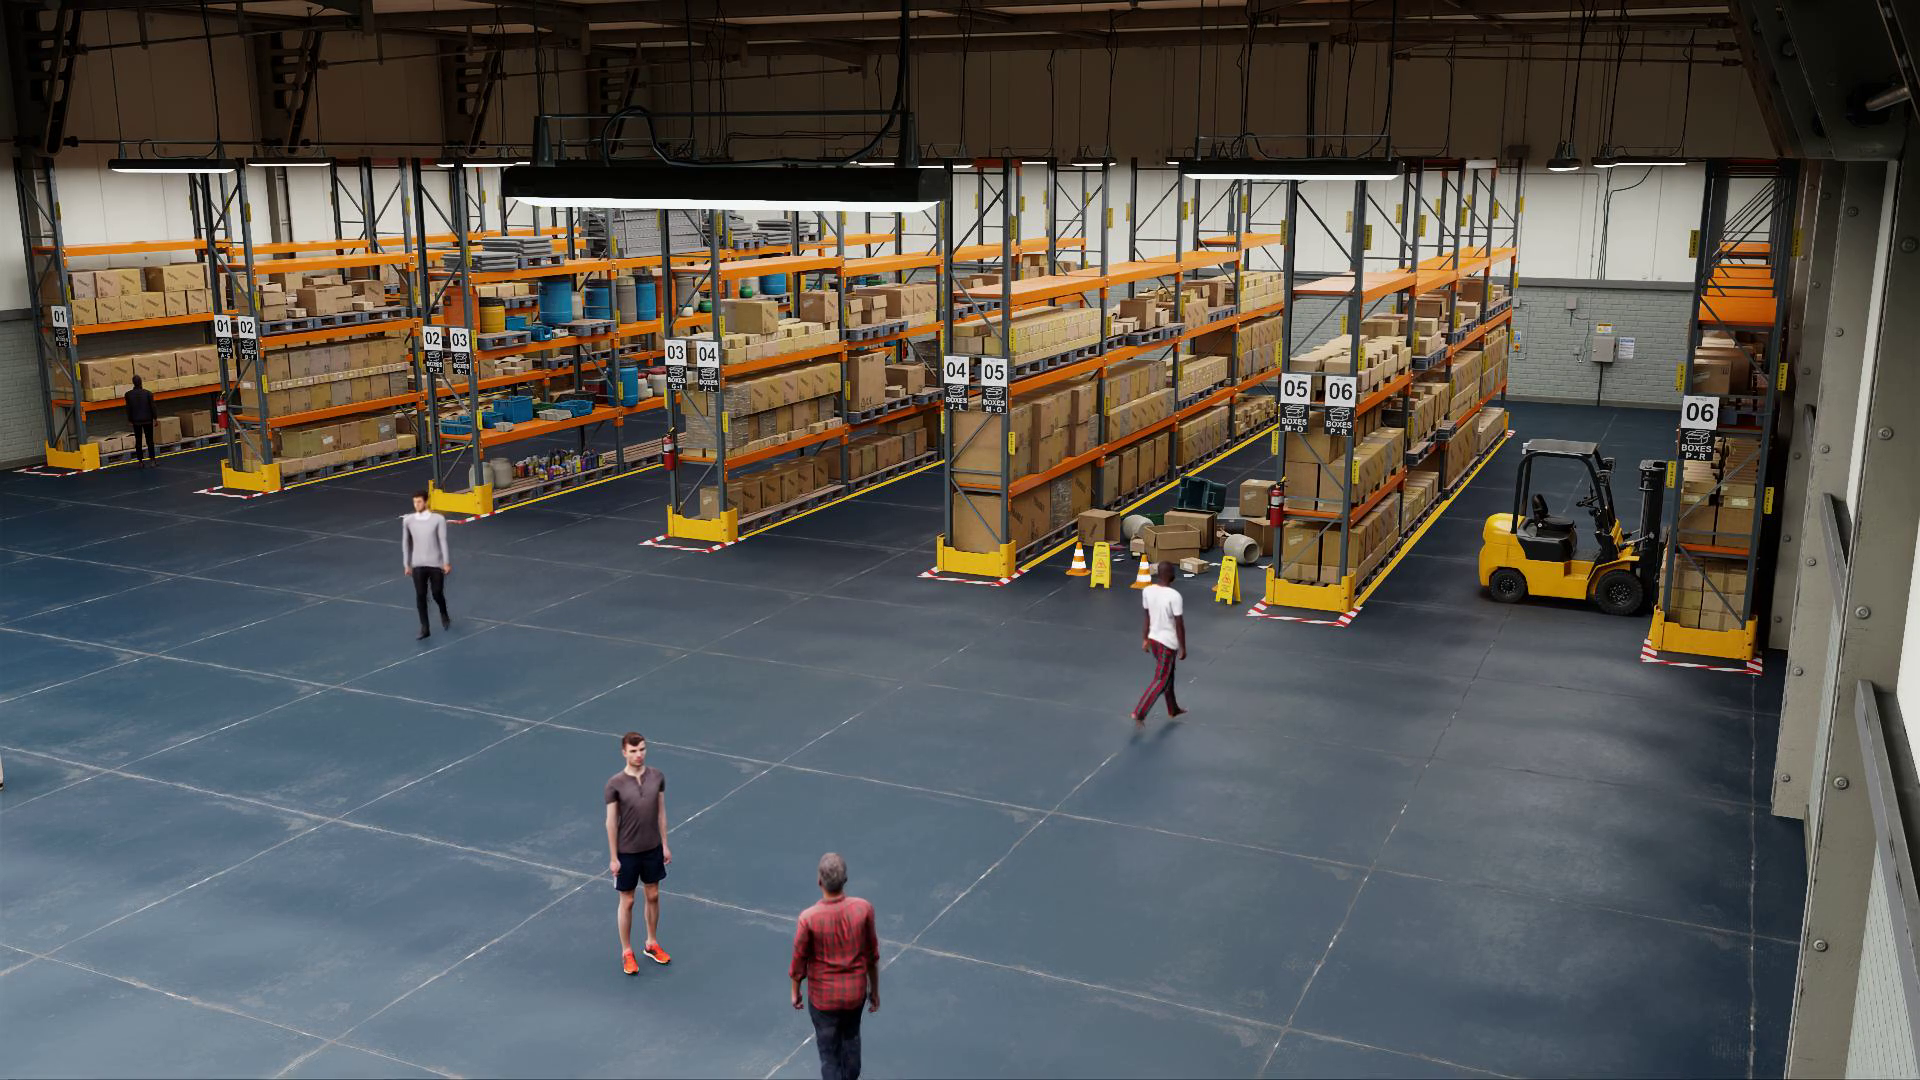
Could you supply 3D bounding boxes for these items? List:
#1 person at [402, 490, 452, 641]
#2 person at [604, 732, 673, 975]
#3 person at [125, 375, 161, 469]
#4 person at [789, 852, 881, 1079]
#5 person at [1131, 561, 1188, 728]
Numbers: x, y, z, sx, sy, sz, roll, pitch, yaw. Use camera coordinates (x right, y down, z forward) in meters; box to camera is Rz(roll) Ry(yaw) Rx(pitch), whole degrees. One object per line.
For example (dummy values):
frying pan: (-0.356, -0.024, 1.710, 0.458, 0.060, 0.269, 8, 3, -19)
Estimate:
person: (-6.785, 0.289, 21.282, 0.975, 1.910, 1.075, 0, 13, 0)
person: (-2.436, 2.333, 12.581, 0.660, 1.853, 0.786, -9, 16, -35)
person: (-16.148, -2.347, 32.832, 0.774, 1.836, 0.800, -3, 13, -12)
person: (-0.740, 2.867, 10.364, 0.903, 1.814, 0.963, -5, 14, -19)
person: (2.125, 1.144, 17.837, 1.257, 1.798, 1.002, -11, 17, -39)
